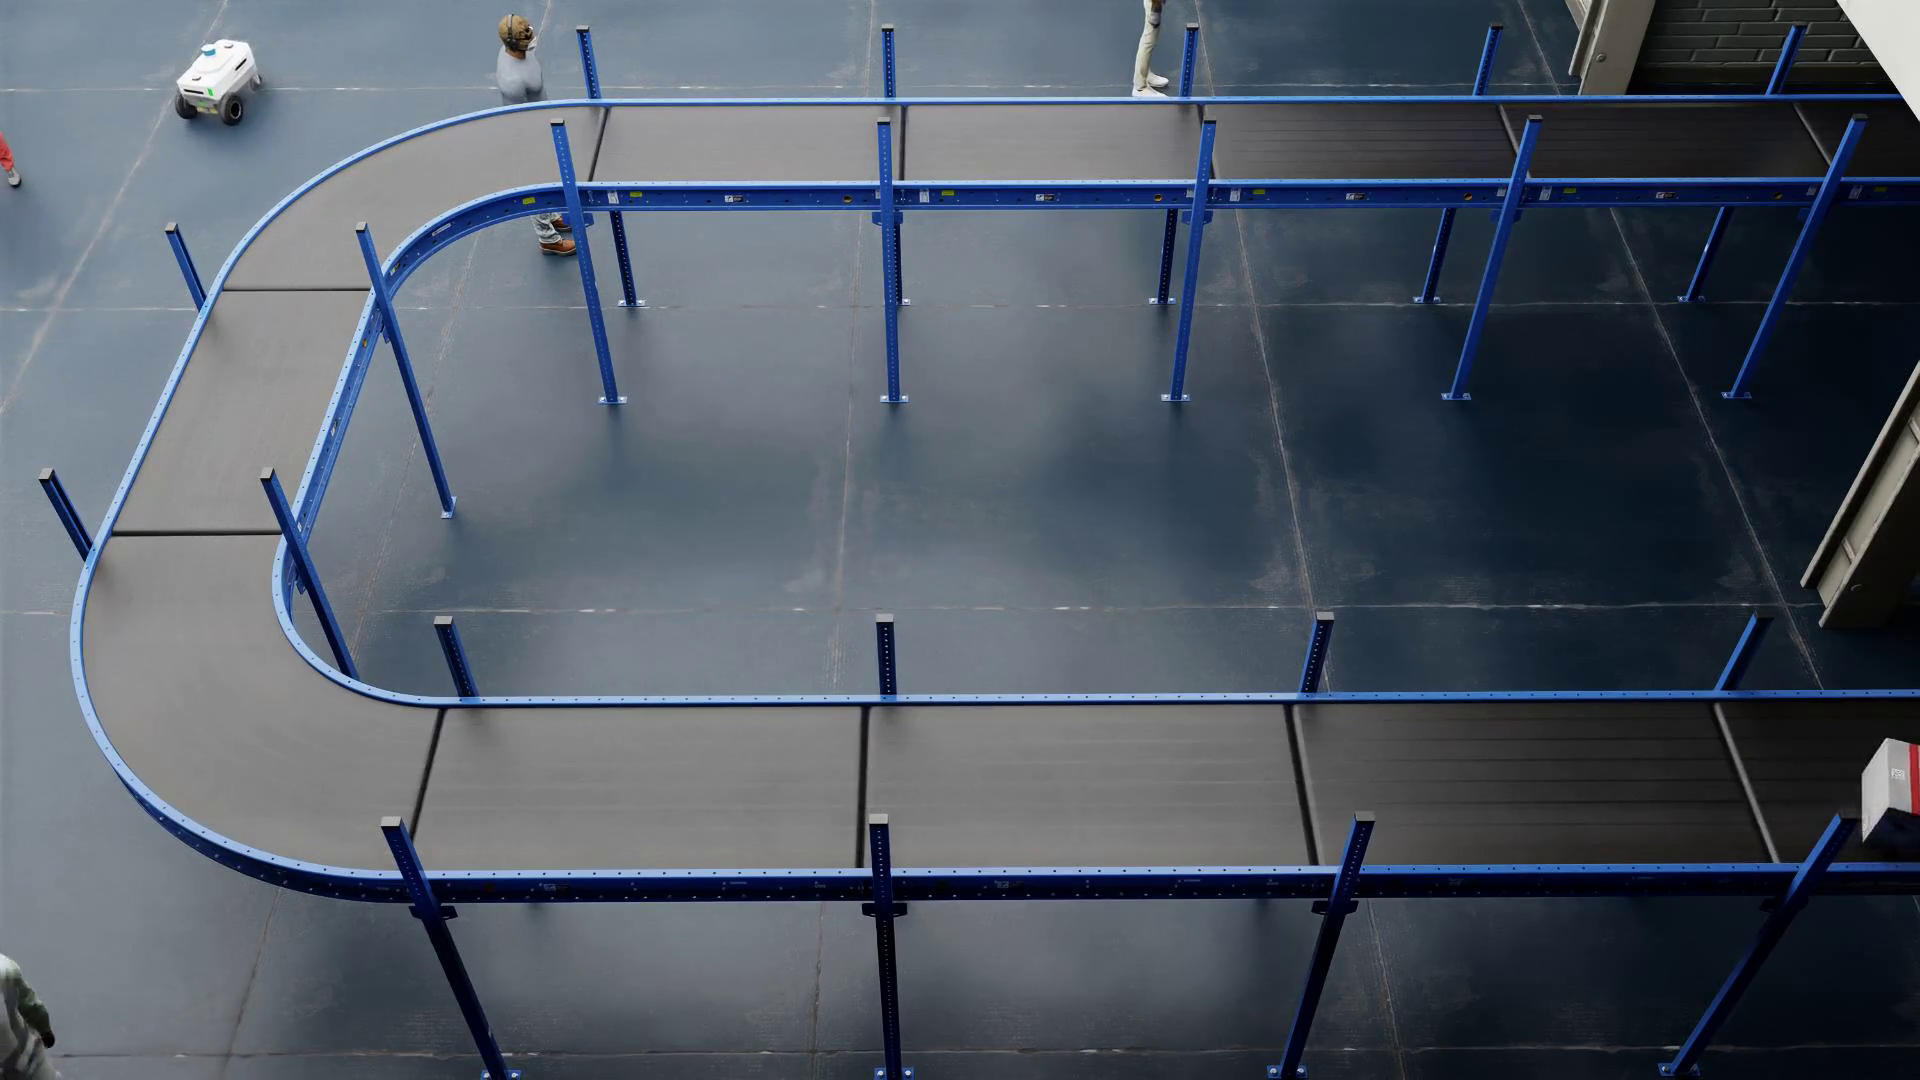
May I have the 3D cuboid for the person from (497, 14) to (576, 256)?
[{"bbox_3d":[-3.166,-3.022,12.774,0.370,1.940,0.630,-7,47,-6],"label":"person"}]

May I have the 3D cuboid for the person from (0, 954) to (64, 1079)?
[{"bbox_3d":[-4.401,2.358,7.790,0.957,1.884,0.636,31,54,25],"label":"person"}]

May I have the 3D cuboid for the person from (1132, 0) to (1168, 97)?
[{"bbox_3d":[1.643,-4.518,14.227,0.323,1.863,0.517,9,48,8],"label":"person"}]

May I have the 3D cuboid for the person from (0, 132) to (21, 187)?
[{"bbox_3d":[-7.831,-3.516,13.351,0.524,1.769,0.314,-12,48,-11],"label":"person"}]

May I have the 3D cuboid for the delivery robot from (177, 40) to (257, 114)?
[{"bbox_3d":[-6.290,-3.957,14.543,0.477,0.478,0.707,10,48,9],"label":"delivery robot"}]
